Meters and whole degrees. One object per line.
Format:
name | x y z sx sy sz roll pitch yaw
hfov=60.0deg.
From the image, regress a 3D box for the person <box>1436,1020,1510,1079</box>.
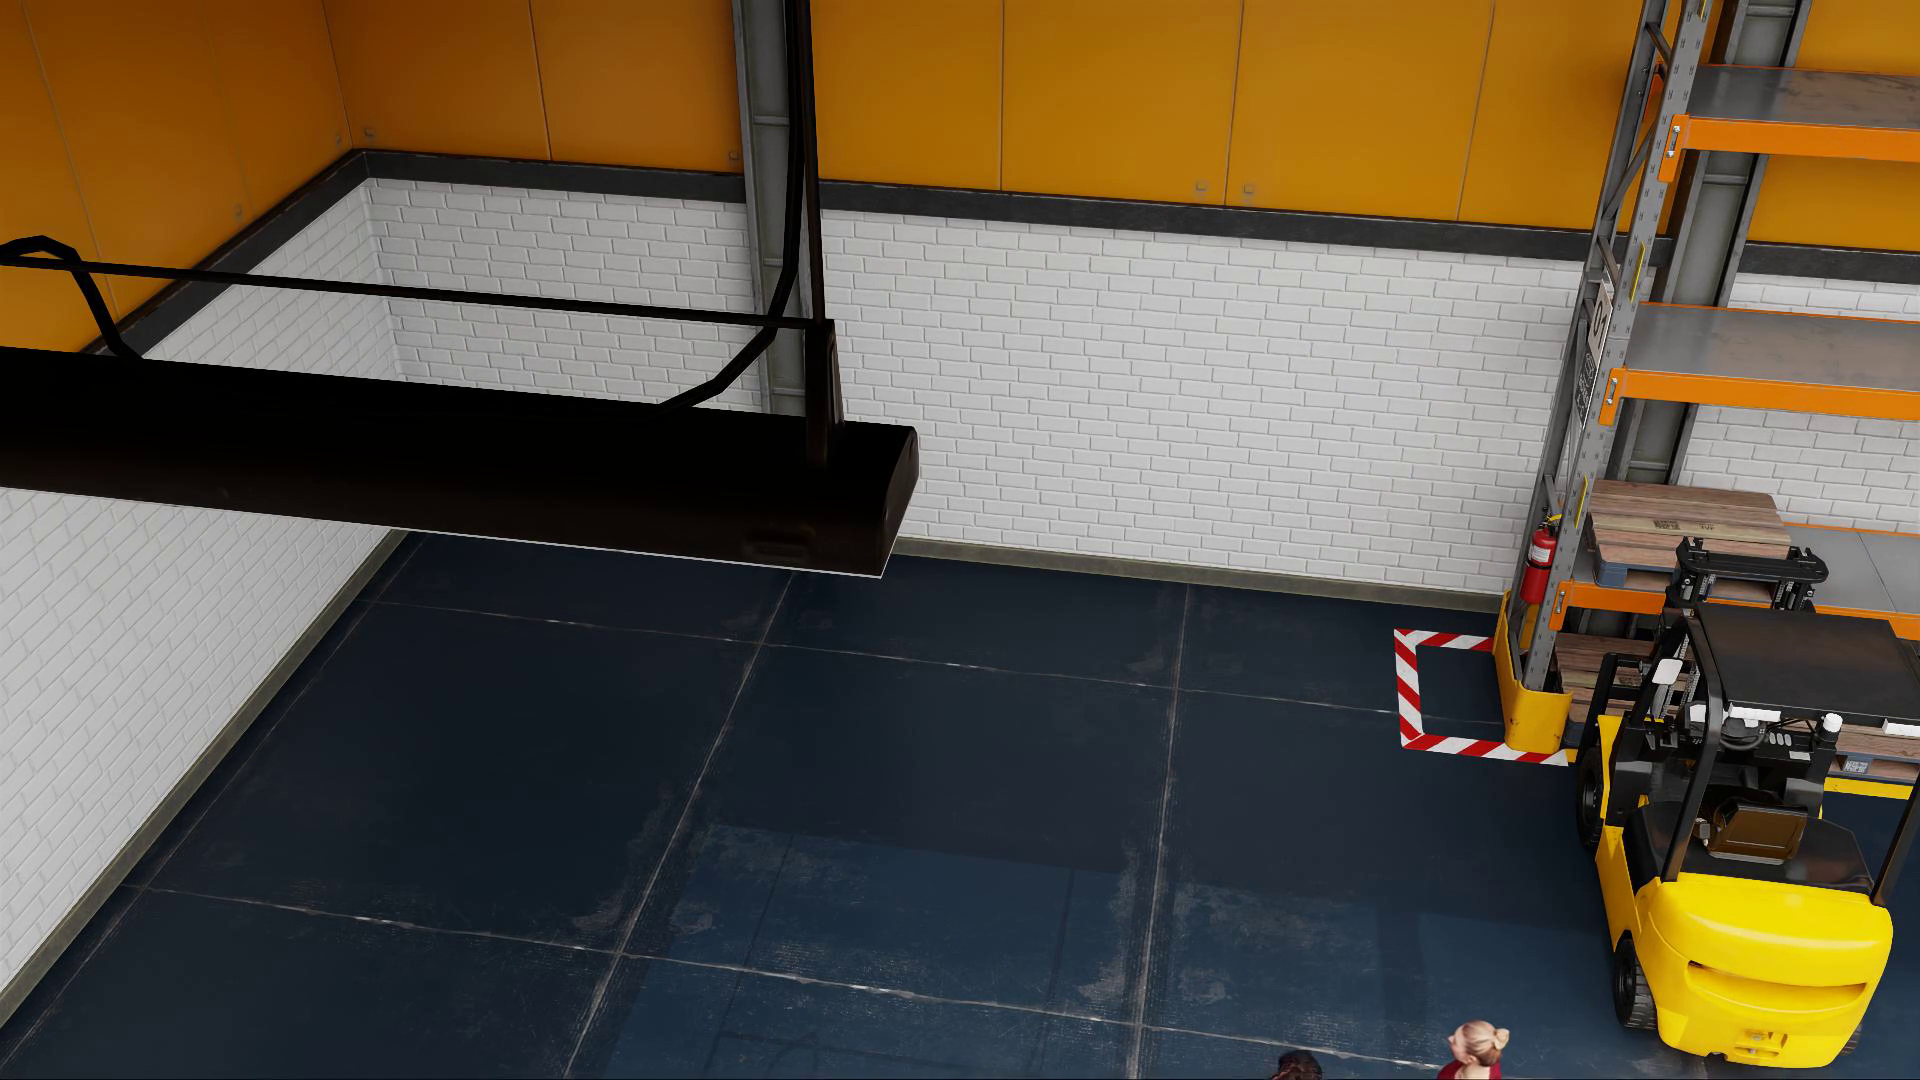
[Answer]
person | 2.215 2.753 7.499 0.606 1.697 0.672 16 37 23
